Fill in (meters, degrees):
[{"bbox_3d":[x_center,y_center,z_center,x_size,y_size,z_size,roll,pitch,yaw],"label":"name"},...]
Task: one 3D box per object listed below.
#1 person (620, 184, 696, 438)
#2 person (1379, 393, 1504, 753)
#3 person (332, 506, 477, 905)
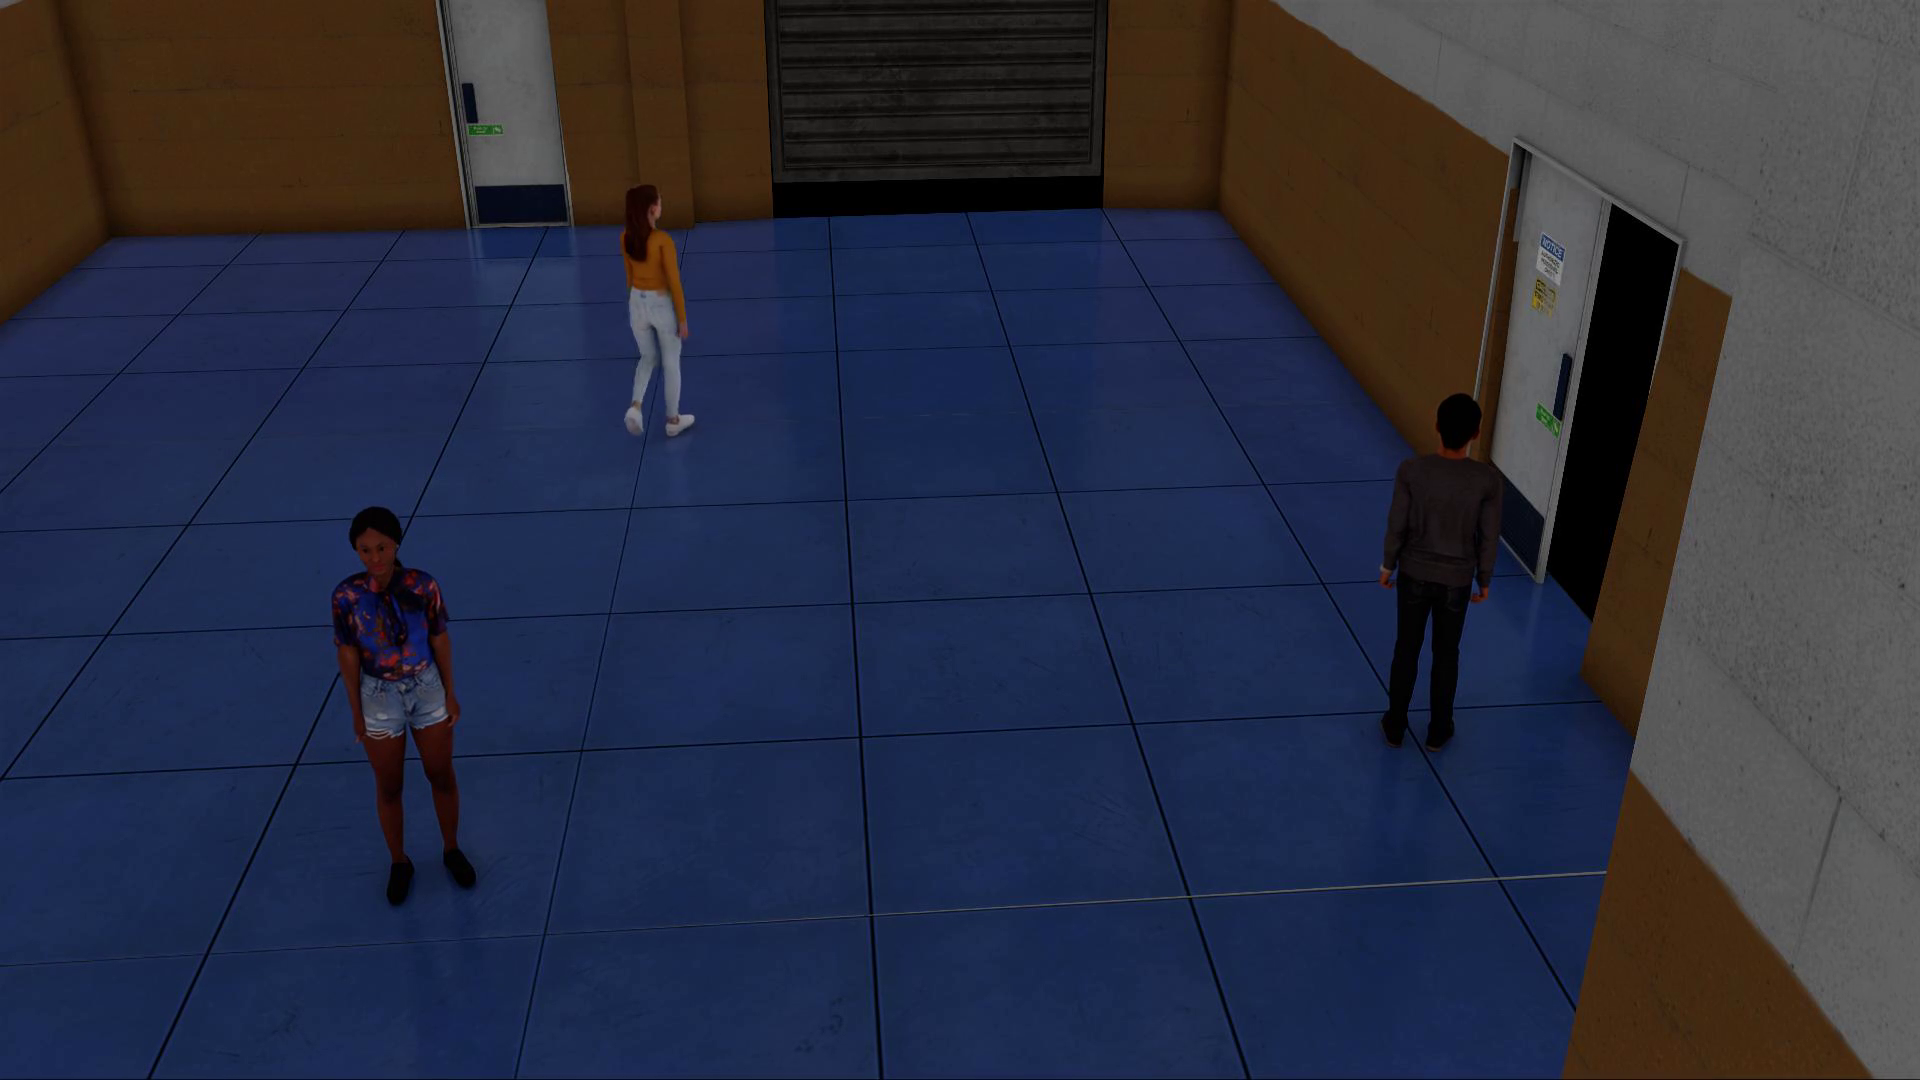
[{"bbox_3d":[-2.036,-1.439,10.841,0.940,1.738,0.907,11,29,20],"label":"person"},{"bbox_3d":[2.179,0.165,7.645,0.591,1.767,0.775,19,33,33],"label":"person"},{"bbox_3d":[-2.233,0.662,6.692,0.557,1.743,0.710,-11,29,-21],"label":"person"}]
